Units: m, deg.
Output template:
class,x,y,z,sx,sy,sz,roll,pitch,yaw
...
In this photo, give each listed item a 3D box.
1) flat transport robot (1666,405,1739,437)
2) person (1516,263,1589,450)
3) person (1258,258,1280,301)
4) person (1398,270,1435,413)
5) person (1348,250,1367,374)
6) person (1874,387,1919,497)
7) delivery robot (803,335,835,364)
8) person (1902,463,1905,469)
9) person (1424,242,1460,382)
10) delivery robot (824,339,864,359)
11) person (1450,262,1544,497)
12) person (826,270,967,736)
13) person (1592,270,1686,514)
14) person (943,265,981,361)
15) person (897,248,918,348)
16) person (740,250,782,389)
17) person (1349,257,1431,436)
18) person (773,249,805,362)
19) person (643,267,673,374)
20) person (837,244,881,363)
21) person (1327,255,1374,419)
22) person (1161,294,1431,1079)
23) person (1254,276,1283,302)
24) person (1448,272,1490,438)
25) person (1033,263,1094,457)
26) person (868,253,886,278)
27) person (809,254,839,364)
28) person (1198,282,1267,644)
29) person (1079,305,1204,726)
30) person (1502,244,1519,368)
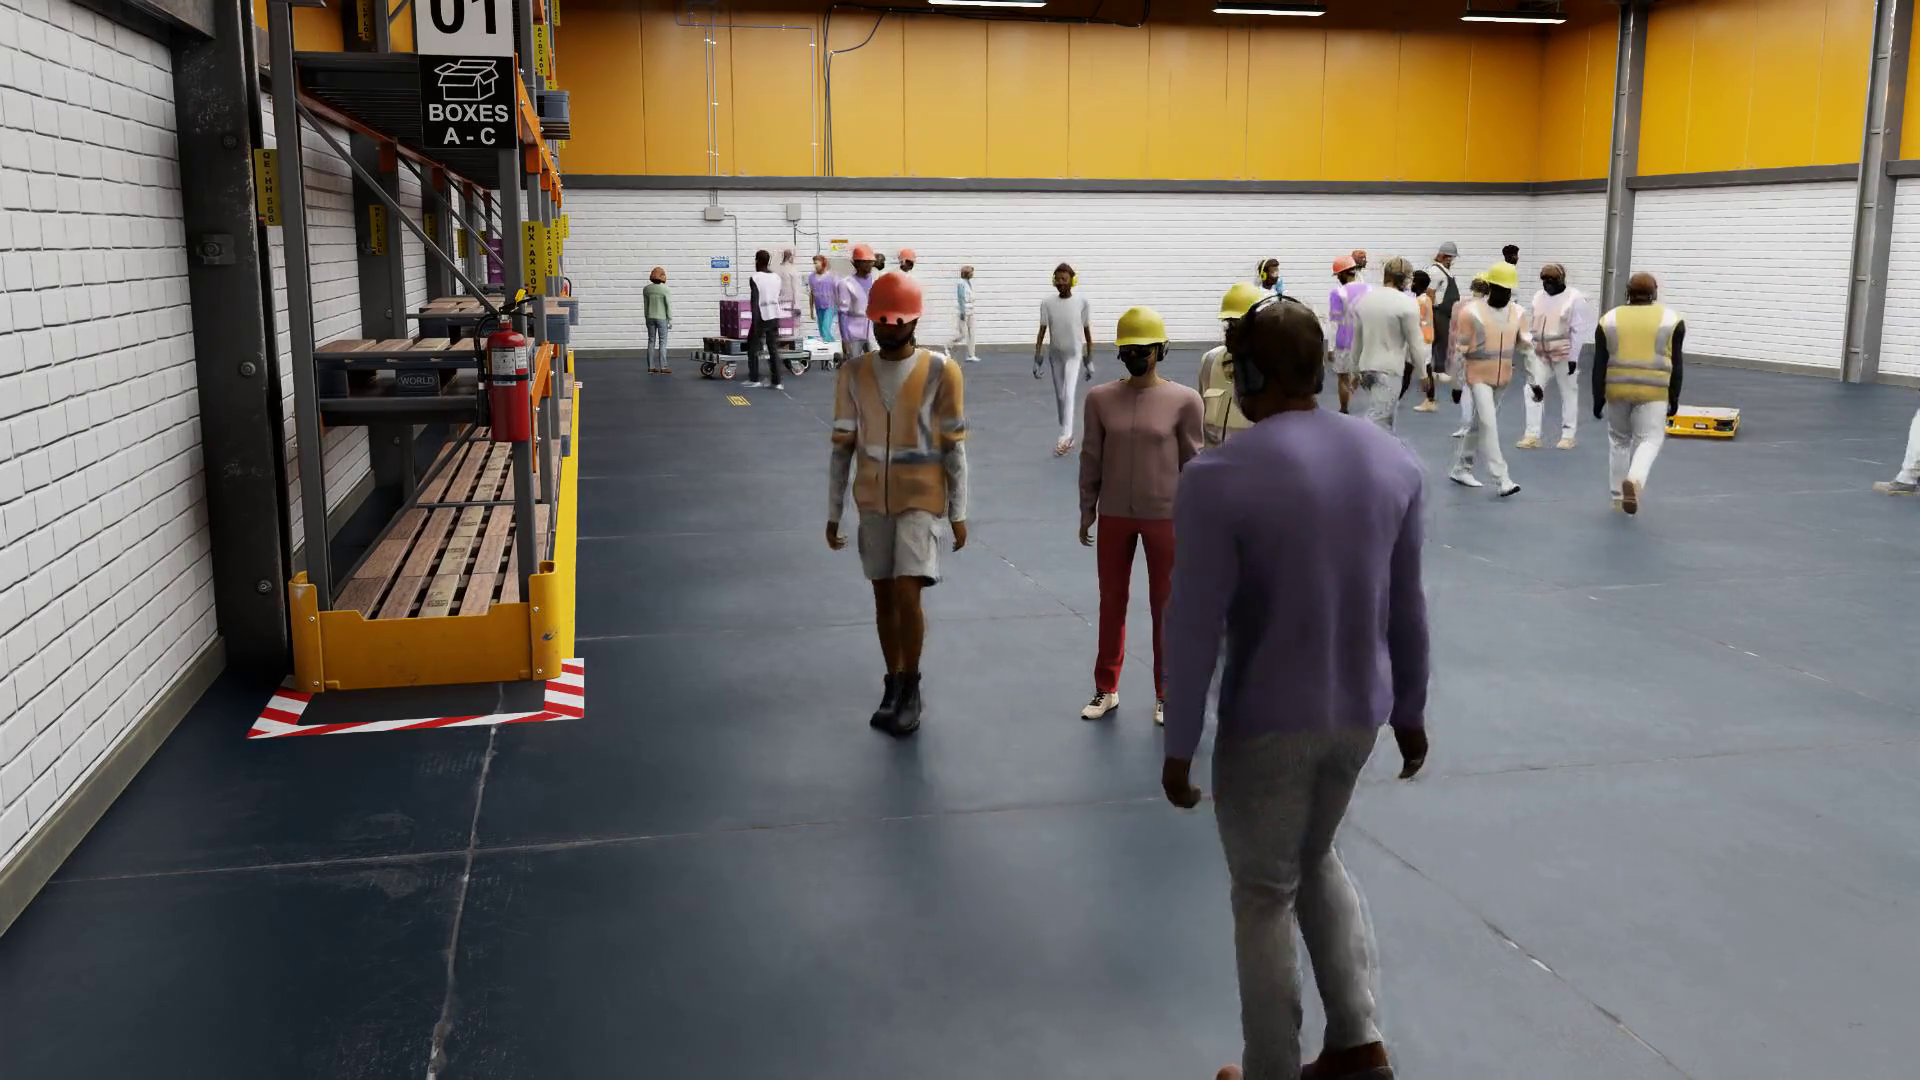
class,x,y,z,sx,sy,sz,roll,pitch,yaw
flat transport robot,7.880,-1.268,17.637,0.652,0.197,1.431,5,11,26
person,5.730,-1.763,16.104,0.738,1.802,0.657,-9,13,-40
person,3.178,-2.078,17.774,0.654,1.855,0.520,8,13,38
person,5.326,-2.351,19.738,0.769,1.663,0.553,4,11,20
person,6.055,-3.493,25.497,0.359,1.882,0.575,4,11,20
person,7.712,-1.249,13.153,0.860,1.850,0.587,8,13,37
delivery robot,-2.308,-2.943,25.869,0.707,0.478,0.477,-5,11,-26
person,8.333,-1.295,13.822,0.865,1.699,0.499,9,14,42
person,7.001,-3.323,24.119,0.713,2.000,0.690,5,11,25
delivery robot,-1.795,-3.042,26.419,0.707,0.478,0.477,-2,10,-10
person,4.288,-1.294,13.392,0.611,1.858,1.018,-3,11,-17
person,-0.283,-0.136,6.814,0.581,1.909,0.576,3,11,18
person,4.975,-1.073,12.265,0.622,1.816,0.717,6,12,31
person,0.048,-3.807,27.957,0.553,1.617,0.525,5,11,24
person,-0.968,-3.317,24.432,0.653,1.931,1.083,-9,14,-42
person,-2.748,-3.025,22.877,0.761,1.890,0.619,8,13,36
person,3.540,-1.353,13.604,0.913,1.888,0.641,-5,12,-27
person,-2.857,-3.910,27.793,0.666,1.883,0.429,9,14,42
person,-4.623,-3.360,25.479,0.494,1.624,0.280,4,11,21
person,-1.082,-2.315,18.673,0.630,1.985,1.077,-7,12,-34
person,4.292,-2.143,18.042,0.578,1.886,0.825,-4,11,-19
person,0.751,0.411,3.776,0.675,1.915,0.437,-5,11,-24
person,5.549,-4.205,29.960,0.535,1.696,0.318,2,11,13
person,5.366,-1.937,17.384,0.543,1.700,0.941,1,10,4
person,0.997,-1.740,15.981,0.553,1.823,0.990,3,11,17
person,-1.407,-3.890,27.861,0.434,1.823,0.619,-3,11,-15
person,-2.196,-3.846,27.687,0.608,1.809,0.766,6,12,32
person,1.383,-0.340,8.164,0.600,1.830,0.404,8,13,38
person,0.753,-0.097,7.003,0.533,1.768,0.311,3,11,18
person,8.692,-3.705,26.443,0.367,1.966,0.606,4,11,19
